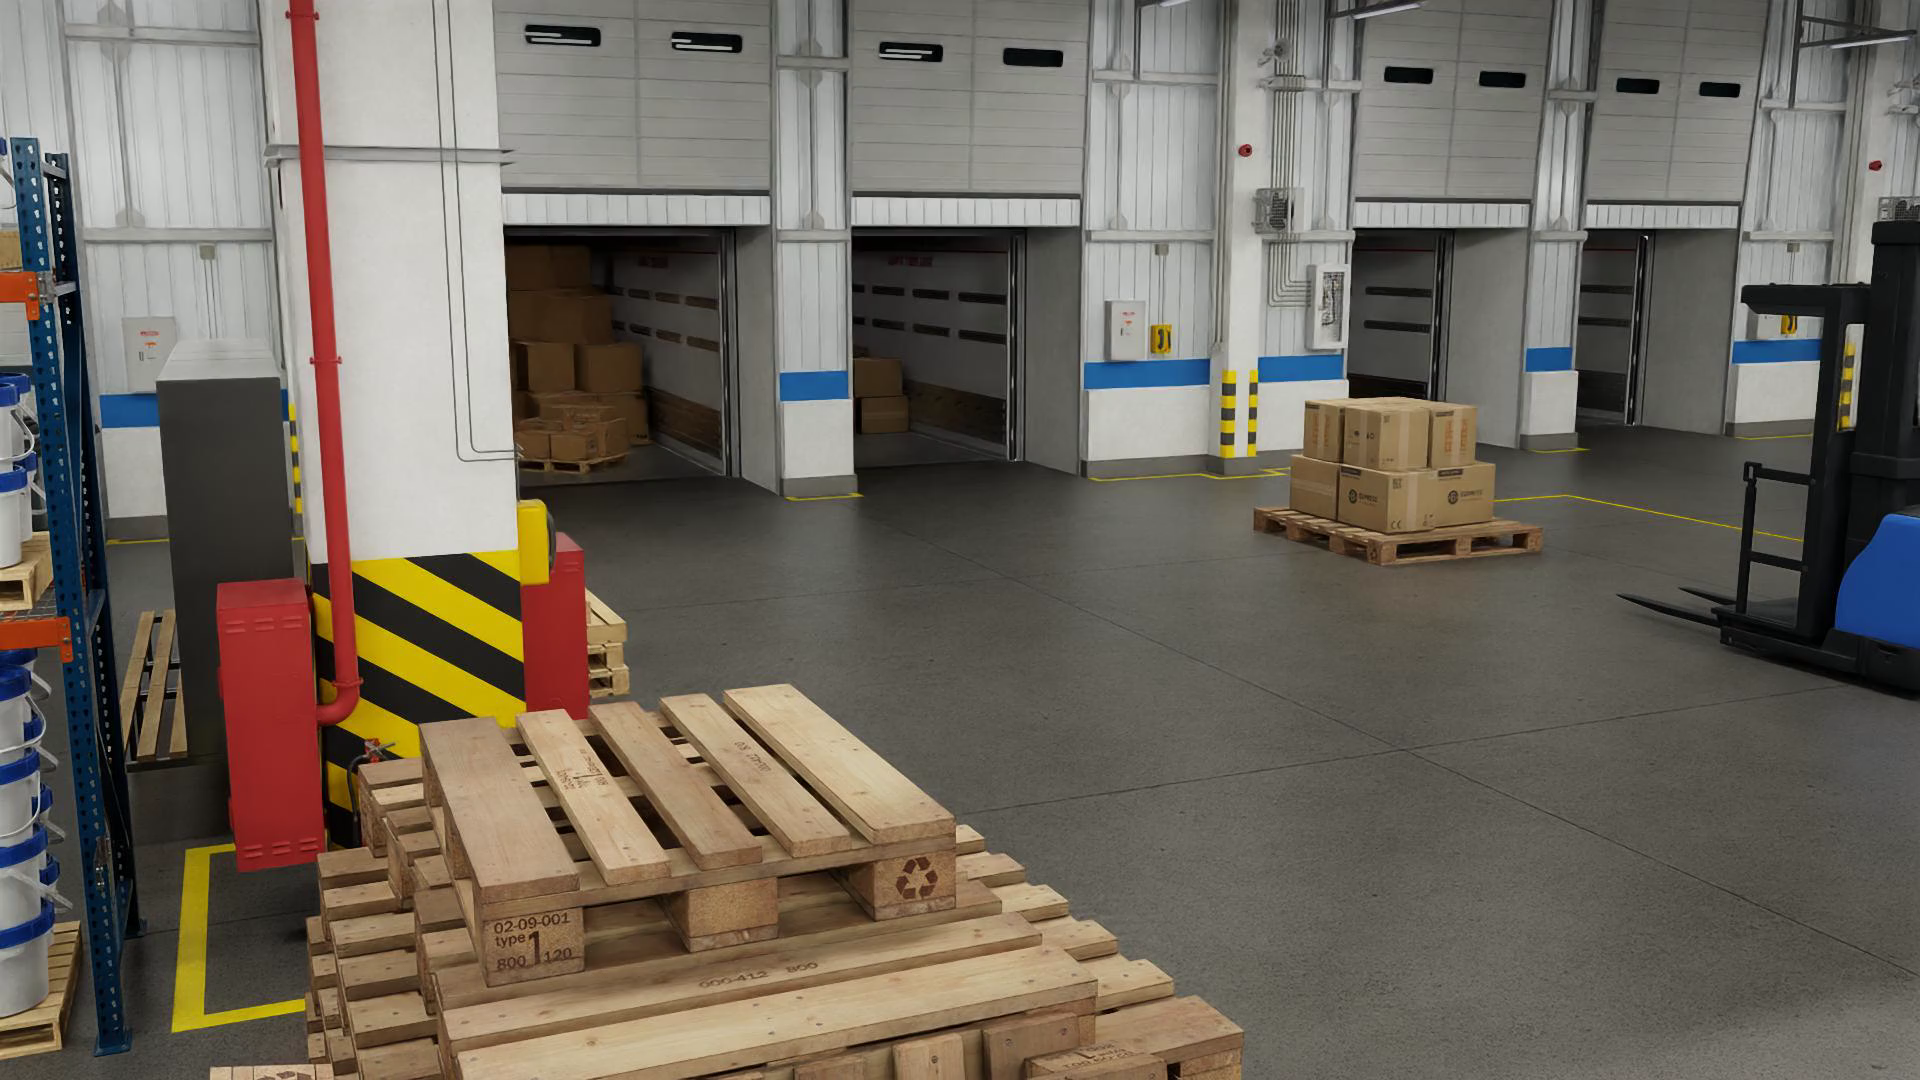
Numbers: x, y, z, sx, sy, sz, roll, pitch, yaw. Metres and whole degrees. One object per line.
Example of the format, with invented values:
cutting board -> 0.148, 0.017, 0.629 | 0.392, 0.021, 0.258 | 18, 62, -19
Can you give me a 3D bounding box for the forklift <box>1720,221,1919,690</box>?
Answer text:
forklift -> 5.949, -0.550, 10.218 | 1.129, 2.768, 1.873 | -4, 11, -23
